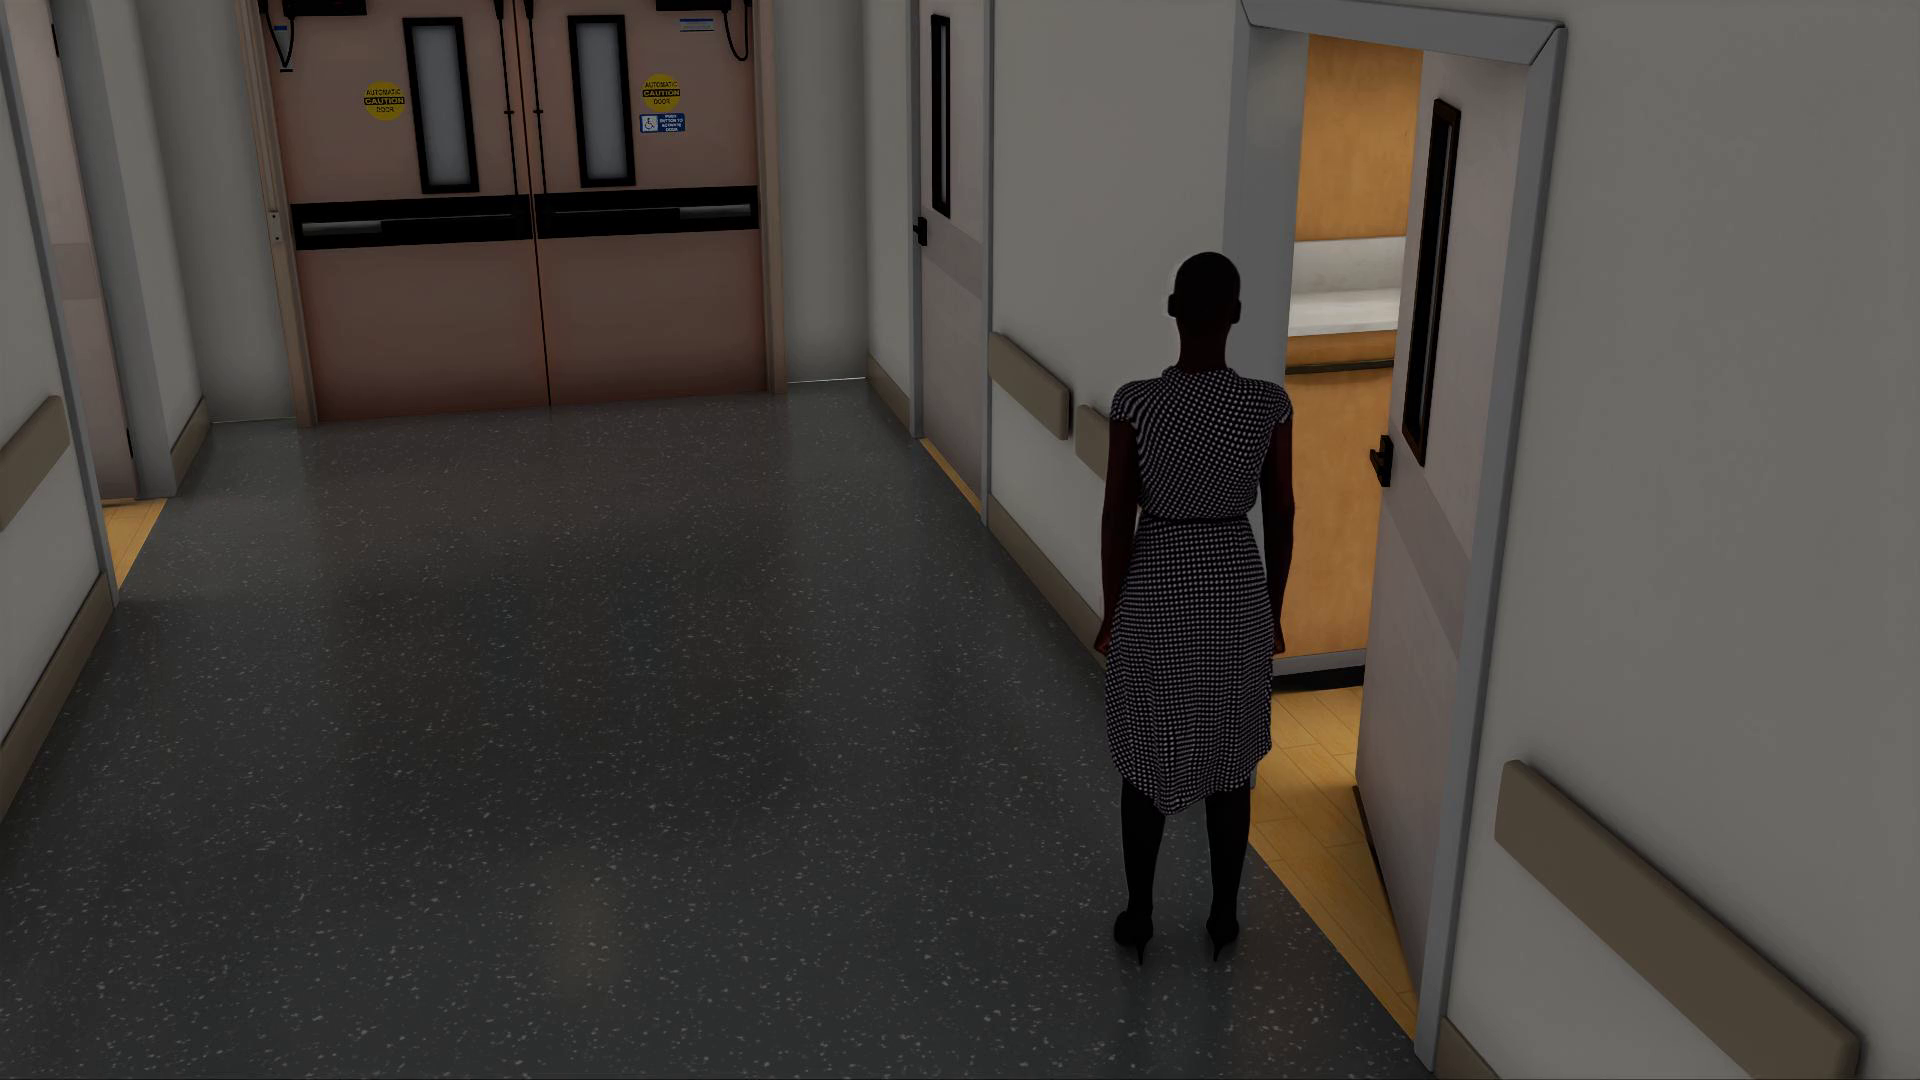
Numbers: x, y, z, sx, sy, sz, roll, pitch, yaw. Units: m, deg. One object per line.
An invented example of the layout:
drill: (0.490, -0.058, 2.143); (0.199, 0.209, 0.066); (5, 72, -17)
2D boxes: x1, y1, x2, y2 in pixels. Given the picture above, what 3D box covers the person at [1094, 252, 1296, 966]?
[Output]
person: (0.552, 0.205, 3.968); (0.666, 1.789, 0.615); (0, 21, 1)
